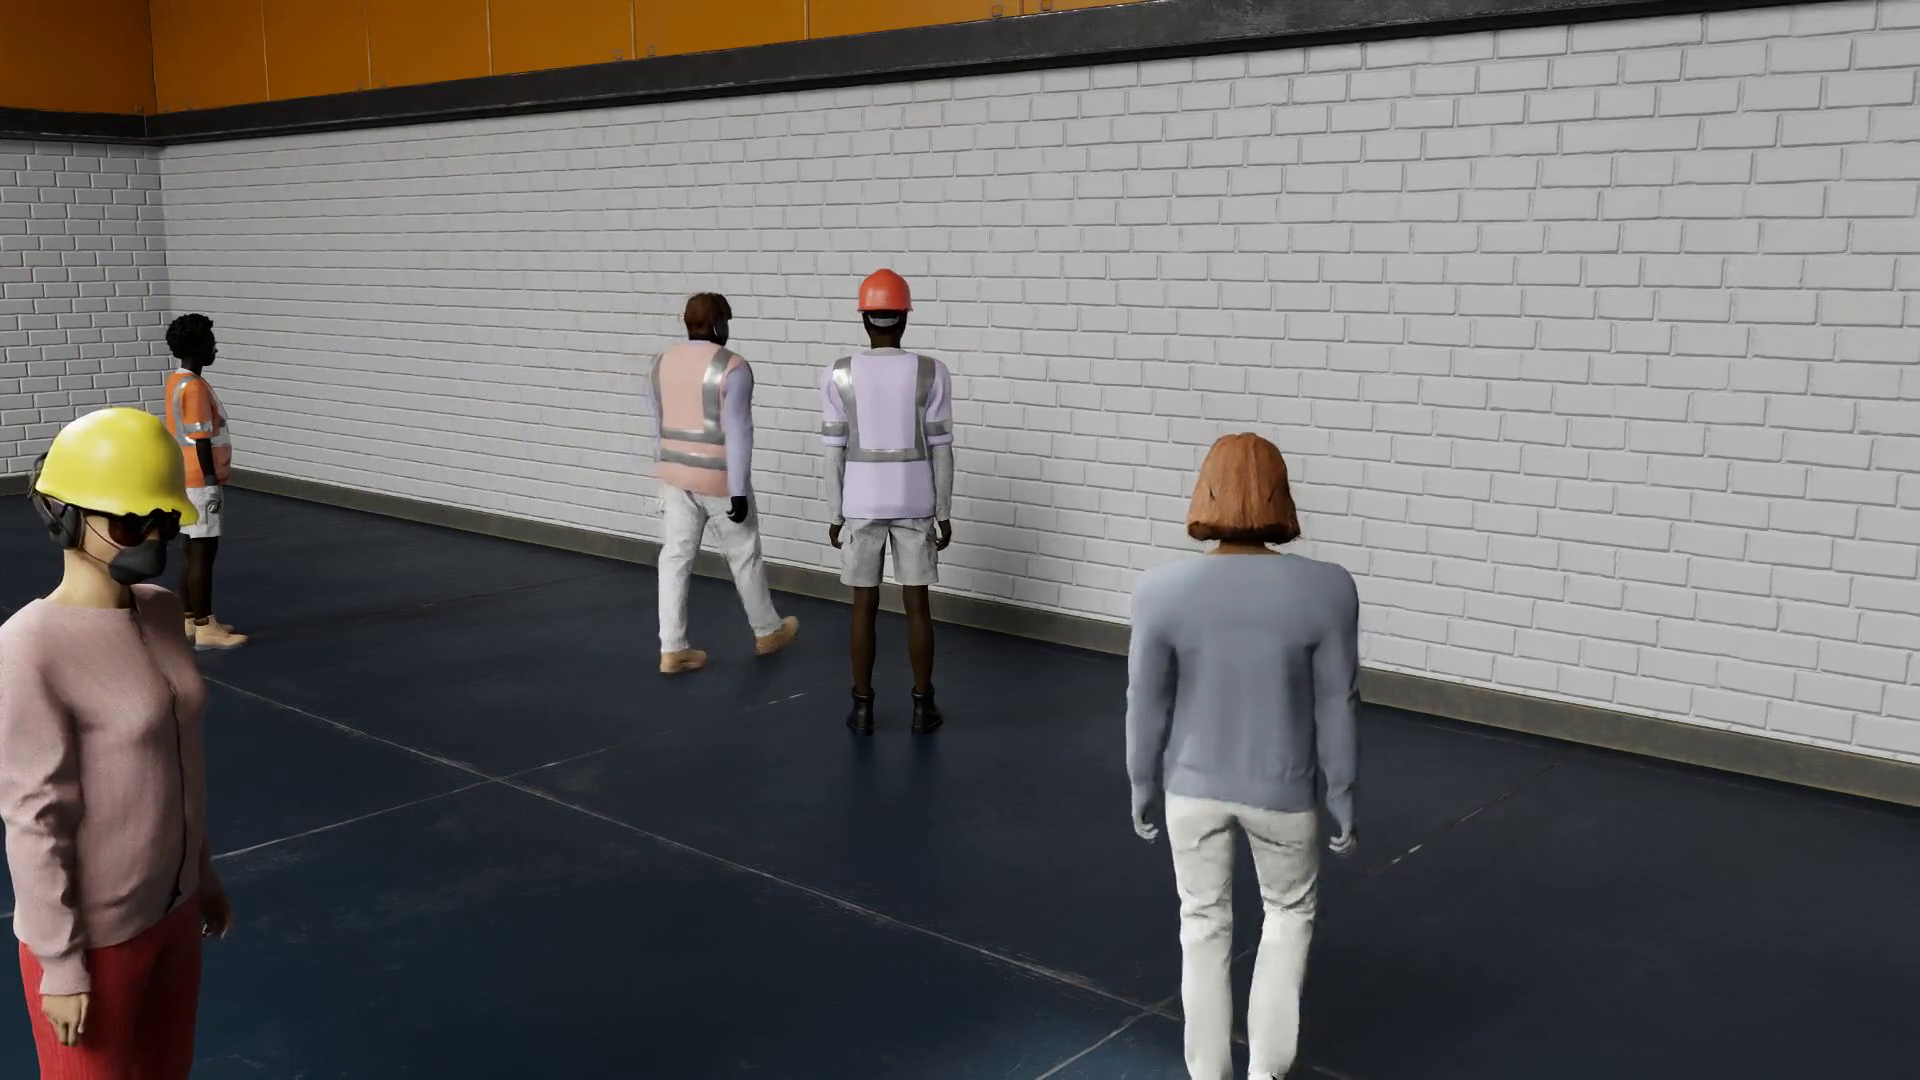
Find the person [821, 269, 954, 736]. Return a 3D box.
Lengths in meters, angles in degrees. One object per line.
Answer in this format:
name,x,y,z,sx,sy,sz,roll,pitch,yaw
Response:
person,-0.296,-0.145,6.898,0.544,1.938,0.355,0,10,-1

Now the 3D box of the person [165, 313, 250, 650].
person,-3.849,-0.294,8.435,0.316,1.695,0.542,-7,12,-34

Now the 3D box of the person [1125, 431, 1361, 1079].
person,0.630,0.566,3.730,0.526,1.619,0.352,2,10,12

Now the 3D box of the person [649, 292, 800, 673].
person,-1.169,-0.294,8.109,0.646,1.802,0.933,6,12,32

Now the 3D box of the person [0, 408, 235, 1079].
person,-1.424,0.652,2.877,0.327,1.760,0.523,0,10,2
